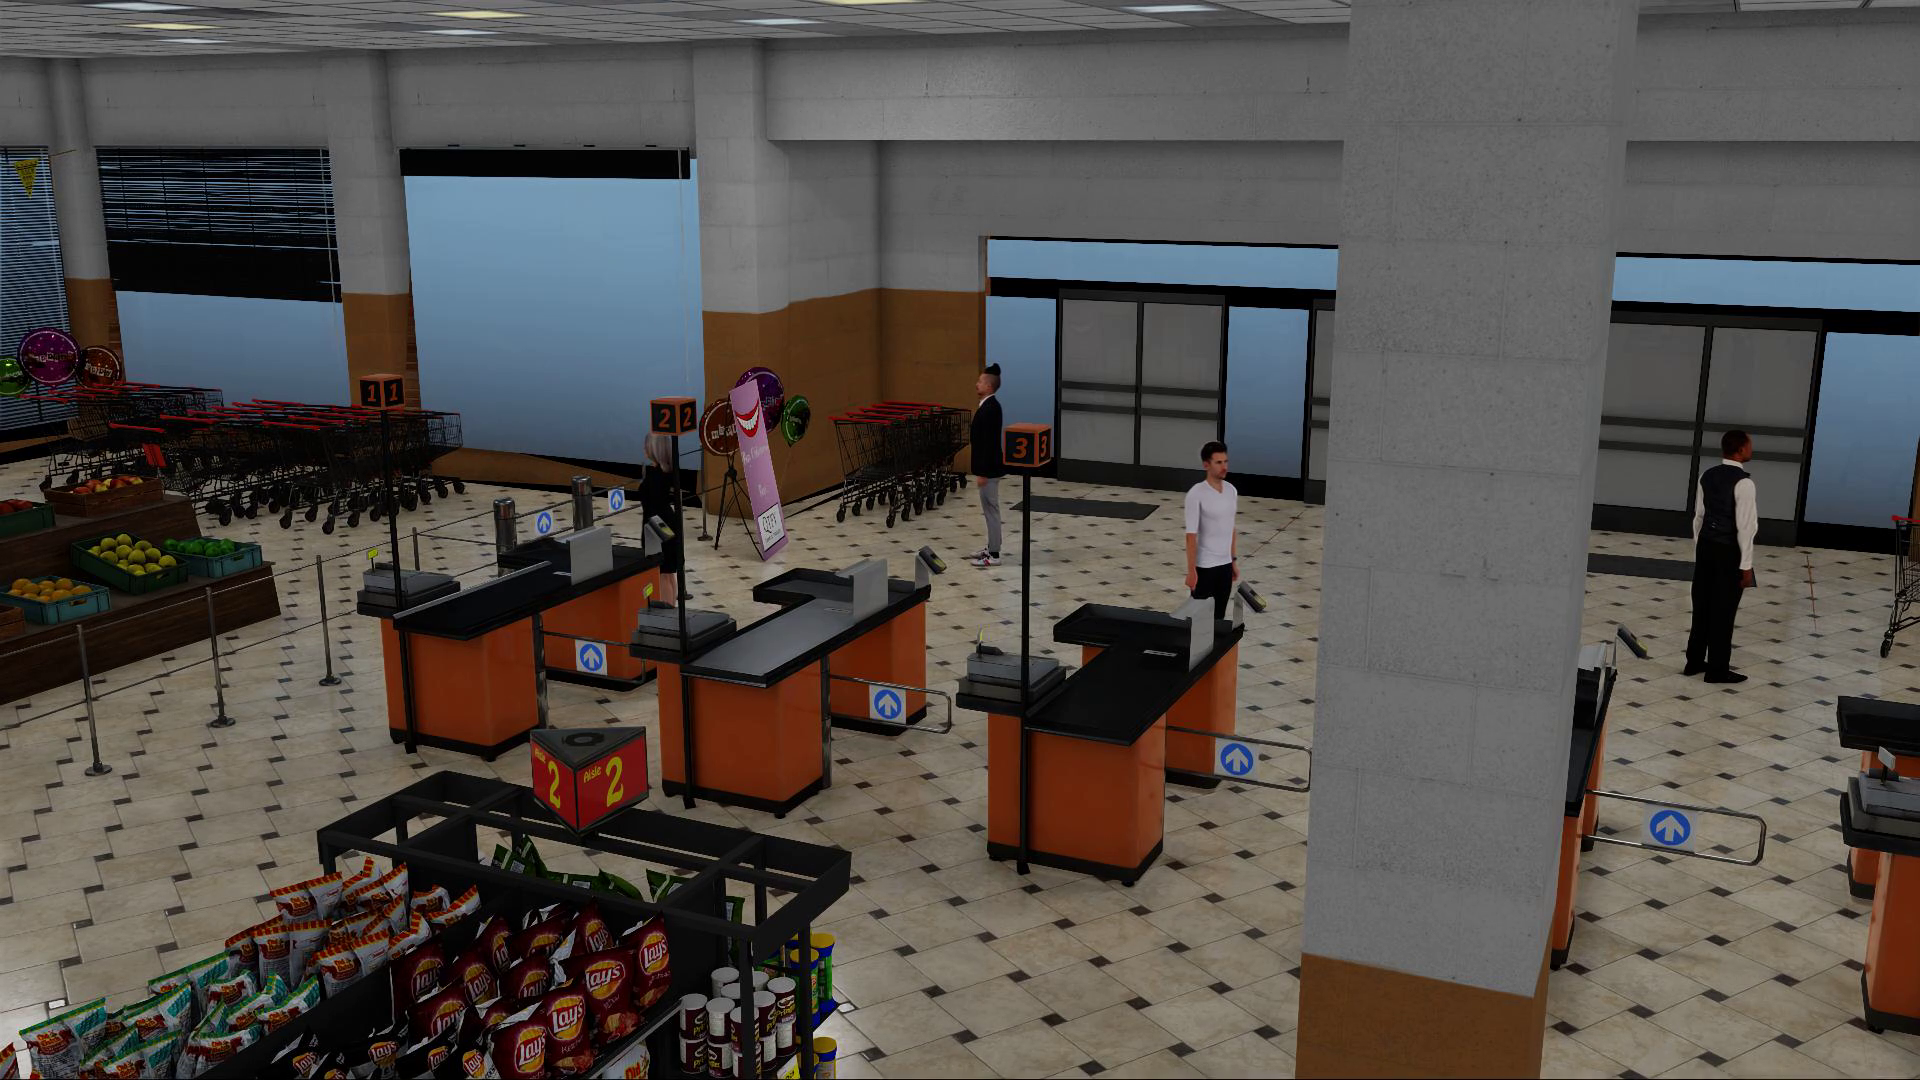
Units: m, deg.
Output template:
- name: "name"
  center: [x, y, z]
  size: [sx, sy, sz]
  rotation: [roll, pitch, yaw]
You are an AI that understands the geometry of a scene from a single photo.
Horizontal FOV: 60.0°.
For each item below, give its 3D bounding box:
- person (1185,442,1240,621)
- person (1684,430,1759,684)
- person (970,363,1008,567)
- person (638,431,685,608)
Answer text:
- name: "person"
  center: [1.878, 0.173, 12.459]
  size: [0.664, 1.851, 0.812]
  rotation: [-10, 17, -37]
- name: "person"
  center: [5.751, 0.114, 12.558]
  size: [0.828, 1.919, 0.764]
  rotation: [-5, 14, -19]
- name: "person"
  center: [0.283, -0.731, 15.978]
  size: [0.845, 1.949, 0.689]
  rotation: [1, 14, 2]
- name: "person"
  center: [-2.443, -0.037, 13.547]
  size: [0.748, 1.746, 0.631]
  rotation: [1, 14, 2]
